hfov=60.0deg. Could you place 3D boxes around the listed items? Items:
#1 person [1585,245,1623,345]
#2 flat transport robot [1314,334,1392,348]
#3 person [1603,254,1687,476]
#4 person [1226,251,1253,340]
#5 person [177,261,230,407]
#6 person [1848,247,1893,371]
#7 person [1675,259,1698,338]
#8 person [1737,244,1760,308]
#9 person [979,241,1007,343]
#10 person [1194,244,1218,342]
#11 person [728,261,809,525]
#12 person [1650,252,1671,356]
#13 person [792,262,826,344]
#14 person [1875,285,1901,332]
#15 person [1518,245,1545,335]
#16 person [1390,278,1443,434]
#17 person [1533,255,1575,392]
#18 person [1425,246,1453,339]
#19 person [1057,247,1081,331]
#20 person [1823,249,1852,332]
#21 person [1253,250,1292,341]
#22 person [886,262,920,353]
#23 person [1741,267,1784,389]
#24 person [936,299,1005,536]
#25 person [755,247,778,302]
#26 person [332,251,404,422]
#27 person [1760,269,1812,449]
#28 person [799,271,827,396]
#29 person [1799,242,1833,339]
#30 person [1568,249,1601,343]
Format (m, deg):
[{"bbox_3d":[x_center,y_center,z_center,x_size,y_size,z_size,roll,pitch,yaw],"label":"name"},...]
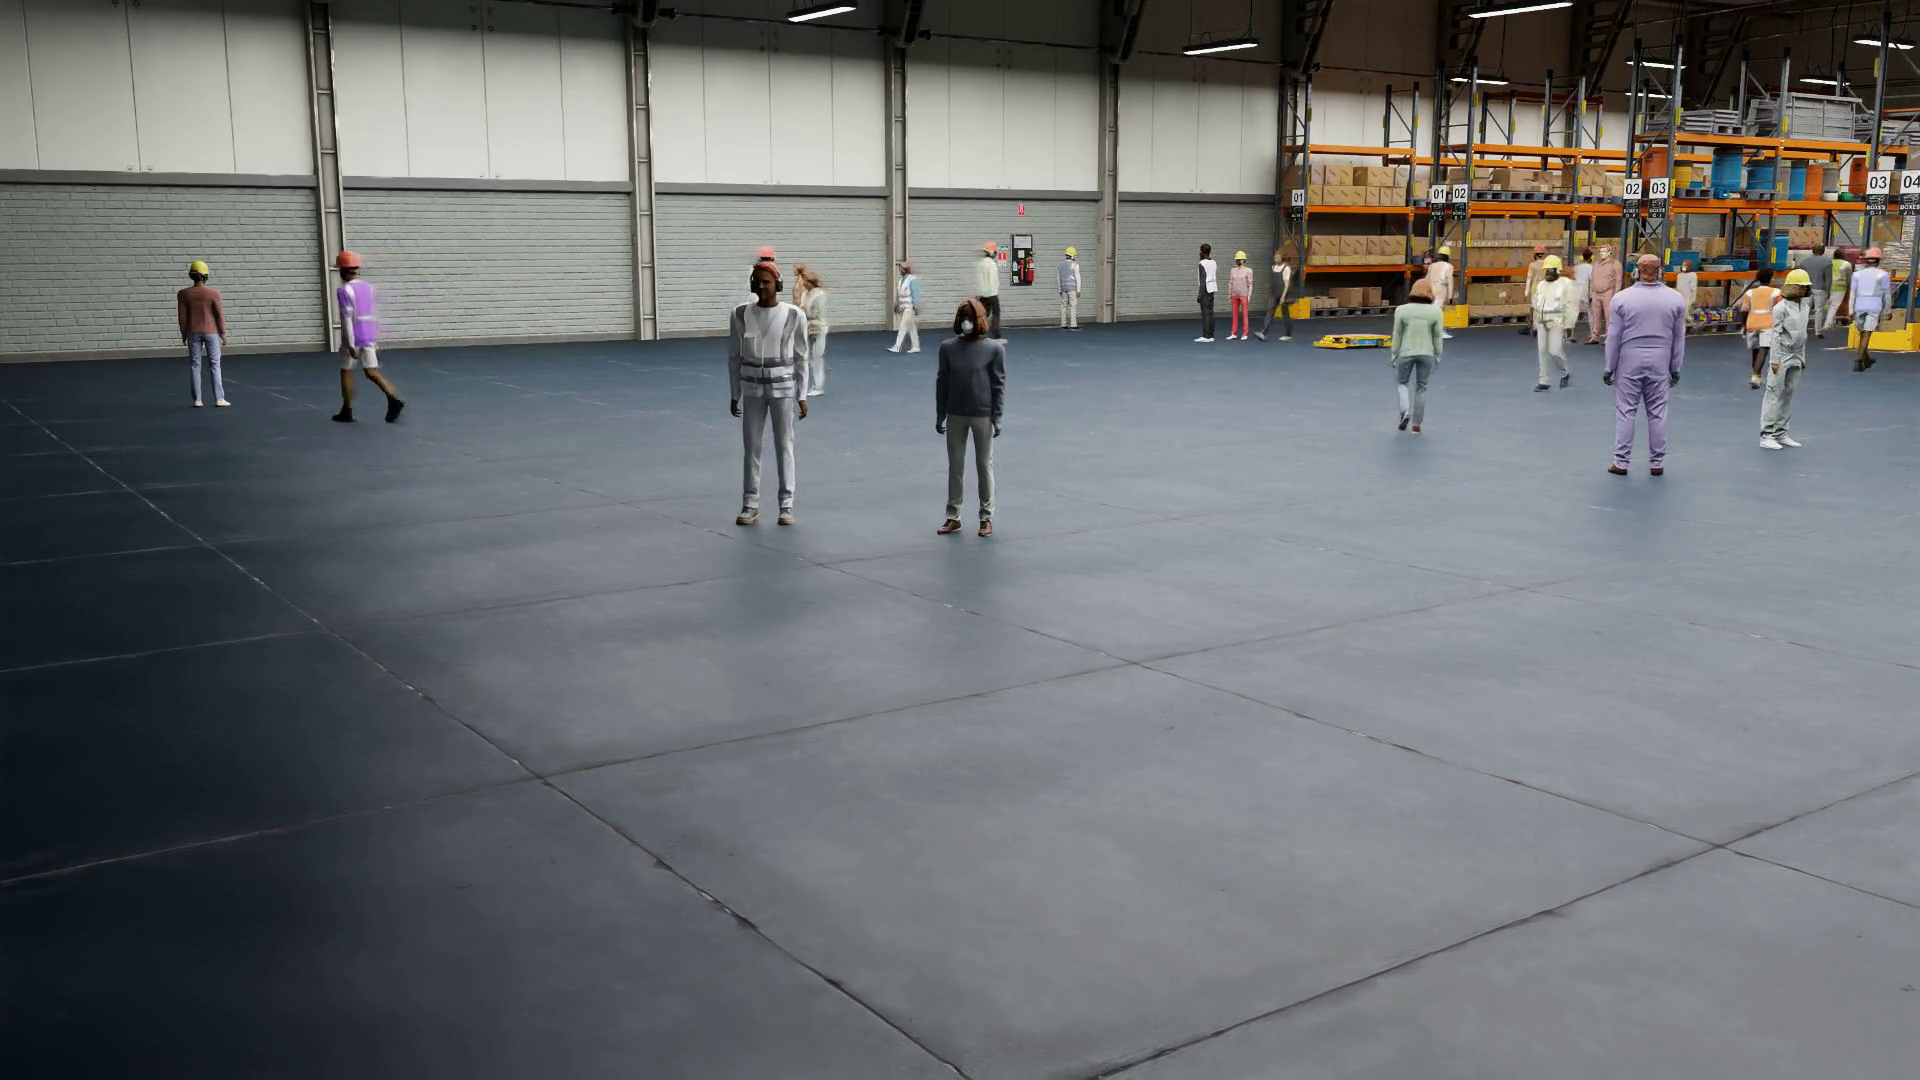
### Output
[{"bbox_3d":[12.246,-4.657,31.657,0.403,1.906,0.652,-7,12,-32],"label":"person"},{"bbox_3d":[7.365,-3.717,30.988,1.431,0.197,0.652,-5,12,-28],"label":"flat transport robot"},{"bbox_3d":[5.901,-1.506,14.389,0.652,1.904,0.402,2,10,8],"label":"person"},{"bbox_3d":[5.604,-4.889,33.310,0.525,1.769,0.317,8,13,39],"label":"person"},{"bbox_3d":[-9.153,-2.483,20.127,0.533,1.767,0.312,-1,10,-7],"label":"person"},{"bbox_3d":[14.067,-3.557,25.679,0.985,1.883,0.548,-8,13,-36],"label":"person"},{"bbox_3d":[14.600,-4.847,33.497,0.368,1.623,0.501,-4,11,-21],"label":"person"},{"bbox_3d":[19.890,-6.480,41.718,1.005,1.897,0.632,-4,11,-19],"label":"person"},{"bbox_3d":[0.491,-4.753,32.015,0.823,1.972,0.622,-5,11,-24],"label":"person"},{"bbox_3d":[4.856,-4.859,32.732,0.398,1.920,0.590,7,12,33],"label":"person"},{"bbox_3d":[-1.374,-1.044,11.915,0.573,1.883,0.359,1,10,6],"label":"person"},{"bbox_3d":[11.930,-4.098,28.878,0.933,1.805,0.622,4,11,21],"label":"person"},{"bbox_3d":[-2.696,-4.015,28.917,0.633,1.620,0.518,-4,11,-21],"label":"person"},{"bbox_3d":[18.679,-5.080,33.597,0.605,2.045,0.378,9,13,39],"label":"person"},{"bbox_3d":[12.000,-5.160,34.451,0.550,1.901,0.987,-5,11,-26],"label":"person"},{"bbox_3d":[4.770,-1.912,17.372,0.531,1.620,0.370,2,11,13],"label":"person"},{"bbox_3d":[7.879,-2.872,22.110,0.459,1.819,0.622,-6,12,-31],"label":"person"},{"bbox_3d":[9.508,-4.913,33.125,0.960,1.886,0.598,-7,12,-32],"label":"person"},{"bbox_3d":[2.429,-5.531,36.647,0.600,1.831,0.404,9,14,41],"label":"person"},{"bbox_3d":[19.045,-5.424,36.181,0.946,1.802,0.623,-7,12,-34],"label":"person"},{"bbox_3d":[6.228,-4.787,32.696,0.997,1.783,0.529,-7,13,-35],"label":"person"},{"bbox_3d":[-1.029,-4.087,29.344,0.816,1.597,0.538,-6,12,-31],"label":"person"},{"bbox_3d":[10.951,-2.905,22.738,0.542,1.660,0.870,10,14,42],"label":"person"},{"bbox_3d":[0.067,-0.843,11.490,0.498,1.636,0.286,3,11,18],"label":"person"},{"bbox_3d":[-3.182,-3.929,27.726,1.003,1.878,0.572,-2,11,-10],"label":"person"},{"bbox_3d":[-6.613,-2.238,18.414,0.845,1.911,0.545,5,11,25],"label":"person"},{"bbox_3d":[8.094,-1.760,16.221,0.487,1.744,0.312,-6,12,-29],"label":"person"},{"bbox_3d":[-1.916,-2.664,21.512,0.373,1.623,0.512,-10,14,-42],"label":"person"},{"bbox_3d":[17.261,-5.026,33.592,0.379,1.940,0.629,-10,14,-44],"label":"person"},{"bbox_3d":[12.192,-4.741,32.411,0.977,1.807,0.481,-9,14,-42],"label":"person"}]
